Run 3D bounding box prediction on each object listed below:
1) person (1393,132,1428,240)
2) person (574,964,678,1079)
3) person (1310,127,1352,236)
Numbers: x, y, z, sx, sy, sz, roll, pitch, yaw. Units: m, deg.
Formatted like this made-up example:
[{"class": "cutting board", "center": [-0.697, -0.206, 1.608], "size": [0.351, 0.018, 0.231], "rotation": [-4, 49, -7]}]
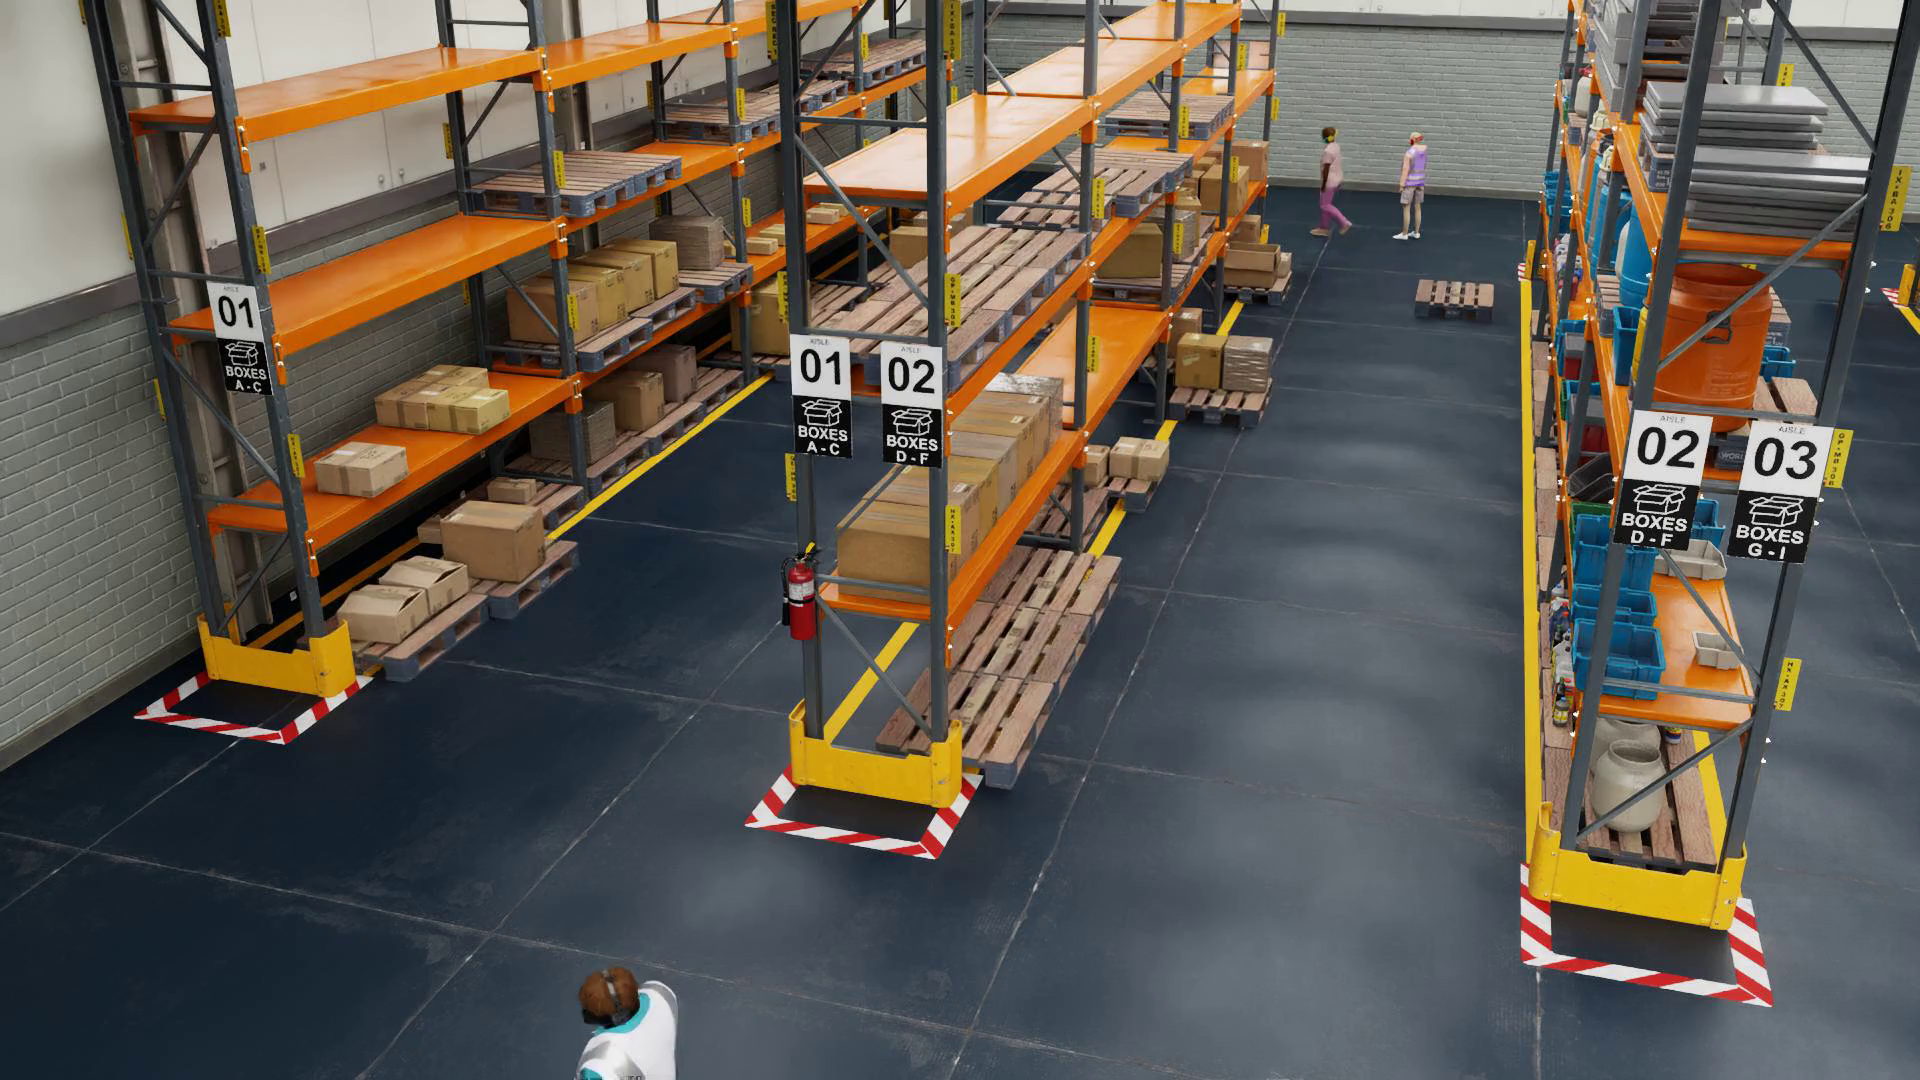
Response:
[{"class": "person", "center": [7.178, -5.611, 26.397], "size": [0.489, 1.688, 0.352], "rotation": [-14, 27, -29]}, {"class": "person", "center": [-1.462, 2.565, 7.280], "size": [0.651, 1.802, 0.644], "rotation": [9, 25, 20]}, {"class": "person", "center": [5.937, -5.665, 26.401], "size": [0.619, 1.769, 0.573], "rotation": [13, 27, 28]}]
